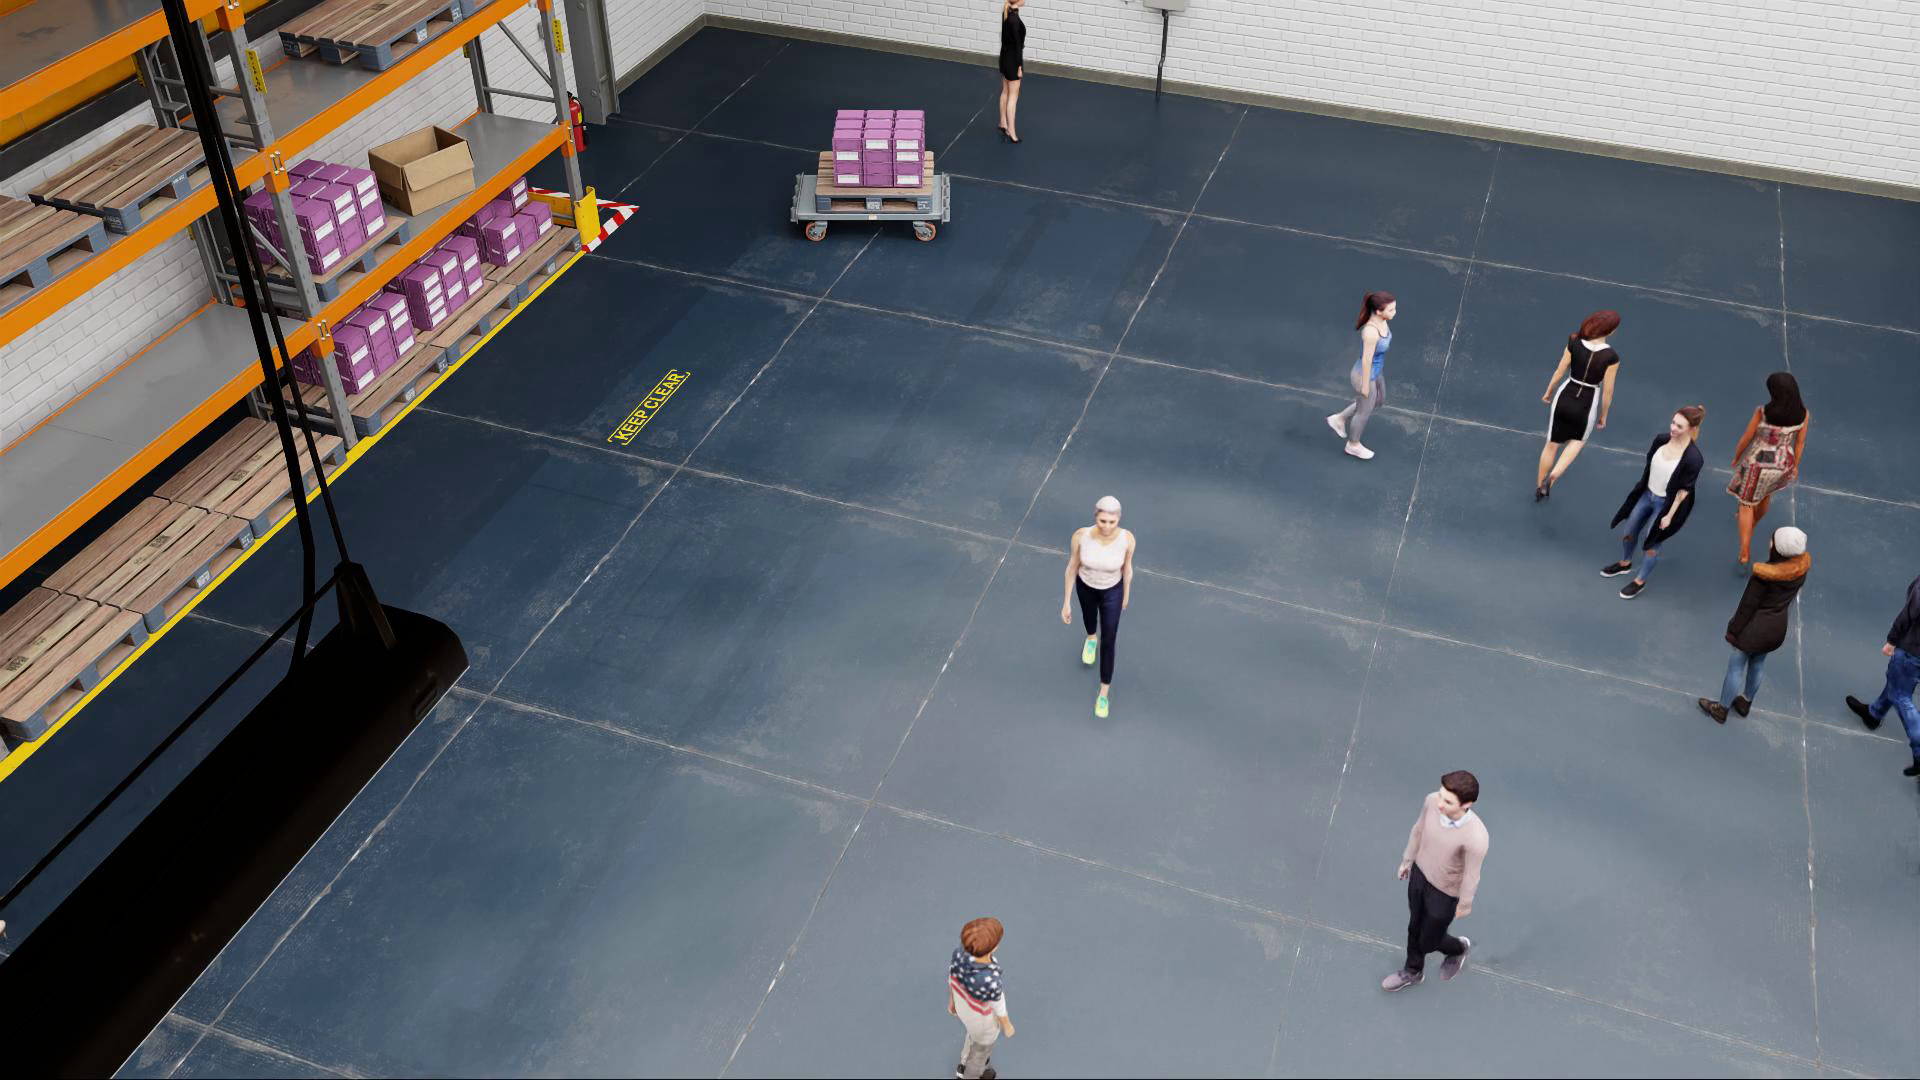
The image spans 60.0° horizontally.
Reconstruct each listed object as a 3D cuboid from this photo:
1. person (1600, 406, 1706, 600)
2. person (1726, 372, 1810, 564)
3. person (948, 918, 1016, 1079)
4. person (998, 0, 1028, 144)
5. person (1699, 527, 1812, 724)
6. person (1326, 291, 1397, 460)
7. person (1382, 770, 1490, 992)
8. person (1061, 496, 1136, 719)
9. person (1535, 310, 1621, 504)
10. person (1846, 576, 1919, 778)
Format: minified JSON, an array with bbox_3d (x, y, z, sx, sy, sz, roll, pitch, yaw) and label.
[{"bbox_3d":[5.314,-0.291,12.485,0.808,1.679,0.752,-17,42,-20],"label":"person"},{"bbox_3d":[6.212,-0.524,12.833,0.808,1.608,1.049,5,39,6],"label":"person"},{"bbox_3d":[0.057,2.592,9.076,0.662,1.428,0.620,-26,45,-29],"label":"person"},{"bbox_3d":[0.590,-5.380,18.787,0.723,1.767,0.649,-13,40,-16],"label":"person"},{"bbox_3d":[5.495,0.587,11.422,0.723,1.634,0.784,-17,42,-20],"label":"person"},{"bbox_3d":[3.351,-1.402,13.939,0.666,1.600,0.639,15,41,18],"label":"person"},{"bbox_3d":[2.817,1.947,9.588,0.919,1.797,0.860,-16,41,-19],"label":"person"},{"bbox_3d":[0.976,0.320,11.742,0.774,1.651,1.214,6,39,8],"label":"person"},{"bbox_3d":[4.901,-0.994,13.284,0.767,1.780,0.753,19,42,22],"label":"person"},{"bbox_3d":[6.453,0.755,11.034,1.110,1.855,1.238,-11,40,-14],"label":"person"}]
